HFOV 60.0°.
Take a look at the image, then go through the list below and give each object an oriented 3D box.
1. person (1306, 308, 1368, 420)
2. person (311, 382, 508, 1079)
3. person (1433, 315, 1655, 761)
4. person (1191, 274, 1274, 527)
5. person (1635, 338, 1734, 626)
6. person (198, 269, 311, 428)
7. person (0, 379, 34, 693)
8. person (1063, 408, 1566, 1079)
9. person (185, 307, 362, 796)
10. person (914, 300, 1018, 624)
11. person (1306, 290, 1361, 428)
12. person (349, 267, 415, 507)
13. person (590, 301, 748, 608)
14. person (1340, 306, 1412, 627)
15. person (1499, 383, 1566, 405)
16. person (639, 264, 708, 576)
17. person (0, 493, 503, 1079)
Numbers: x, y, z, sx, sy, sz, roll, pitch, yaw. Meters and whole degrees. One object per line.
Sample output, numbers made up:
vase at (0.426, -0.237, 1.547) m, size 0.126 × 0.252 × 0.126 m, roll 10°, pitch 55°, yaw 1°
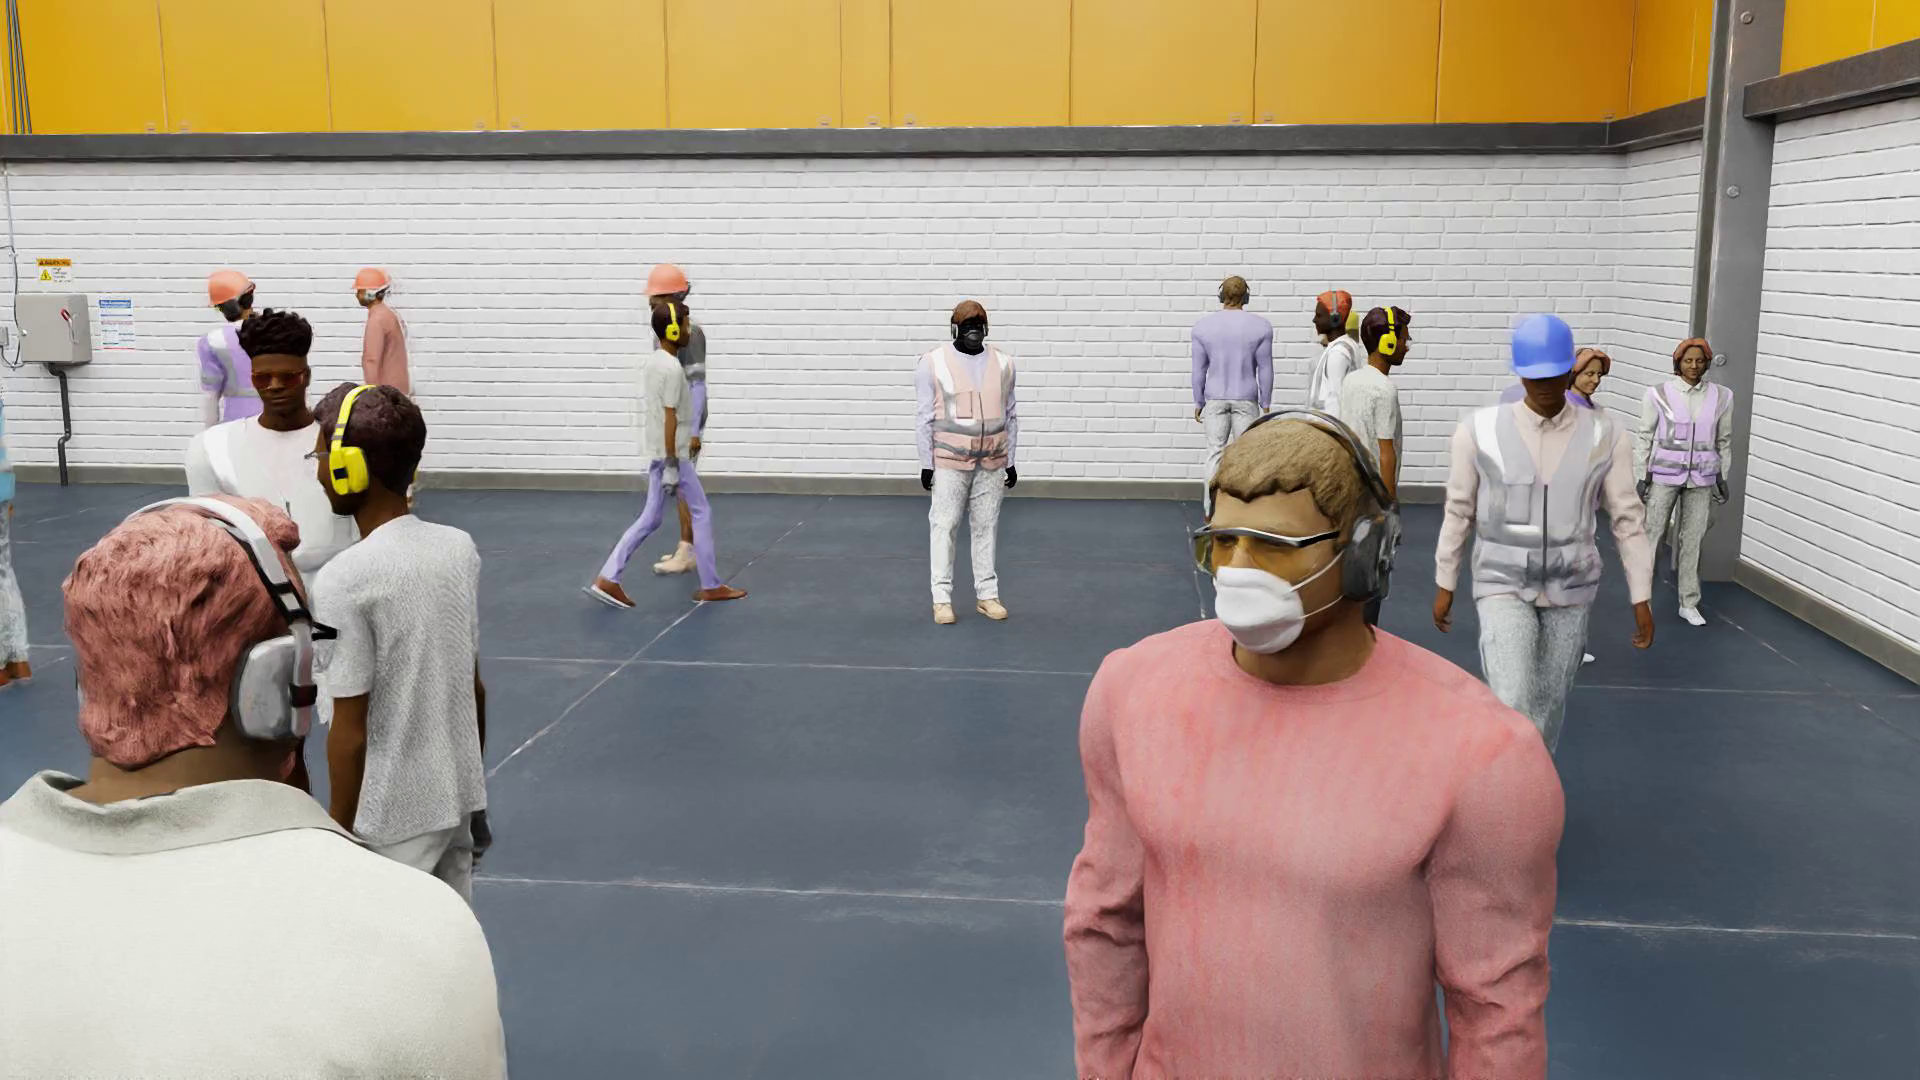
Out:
person at (2.670, -0.786, 11.822) m, size 0.629 × 1.723 × 0.497 m, roll -10°, pitch 14°, yaw -44°
person at (-1.171, 0.599, 3.514) m, size 0.321 × 1.860 × 0.525 m, roll 3°, pitch 10°, yaw 15°
person at (2.024, 0.186, 5.737) m, size 0.690 × 1.901 × 0.842 m, roll 1°, pitch 10°, yaw 7°
person at (2.076, -1.050, 12.715) m, size 0.632 × 1.940 × 0.372 m, roll 3°, pitch 10°, yaw 15°
person at (4.088, -0.324, 9.418) m, size 0.523 × 1.638 × 0.311 m, roll 1°, pitch 10°, yaw 6°
person at (-4.495, -0.724, 10.655) m, size 0.653 × 2.005 × 0.425 m, roll -5°, pitch 11°, yaw -28°
person at (-4.770, -0.204, 7.939) m, size 0.443 × 1.923 × 0.728 m, roll -1°, pitch 10°, yaw -5°
person at (0.413, 0.798, 2.138) m, size 0.629 × 1.940 × 0.378 m, roll 7°, pitch 12°, yaw 34°
person at (-2.072, 0.252, 5.217) m, size 0.603 × 1.953 × 0.410 m, roll -3°, pitch 10°, yaw -14°
person at (0.053, -0.446, 9.538) m, size 0.626 × 1.844 × 0.429 m, roll -4°, pitch 11°, yaw -21°
person at (2.337, -0.622, 10.454) m, size 0.356 × 1.879 × 0.572 m, roll 3°, pitch 10°, yaw 19°
person at (-4.751, -1.241, 13.679) m, size 0.480 × 1.979 × 0.618 m, roll -2°, pitch 10°, yaw -12°
person at (-1.780, -0.502, 9.892) m, size 0.941 × 1.836 × 0.529 m, roll -5°, pitch 11°, yaw -28°
person at (1.944, -0.165, 7.862) m, size 0.309 × 1.864 × 0.534 m, roll -2°, pitch 10°, yaw -11°
person at (3.279, -0.333, 9.483) m, size 0.286 × 1.633 × 0.500 m, roll -7°, pitch 12°, yaw -33°
person at (-1.892, -0.786, 10.975) m, size 0.574 × 2.024 × 0.616 m, roll -6°, pitch 11°, yaw -29°
person at (-0.698, 0.901, 1.651) m, size 0.652 × 1.904 × 0.401 m, roll 2°, pitch 10°, yaw 10°
